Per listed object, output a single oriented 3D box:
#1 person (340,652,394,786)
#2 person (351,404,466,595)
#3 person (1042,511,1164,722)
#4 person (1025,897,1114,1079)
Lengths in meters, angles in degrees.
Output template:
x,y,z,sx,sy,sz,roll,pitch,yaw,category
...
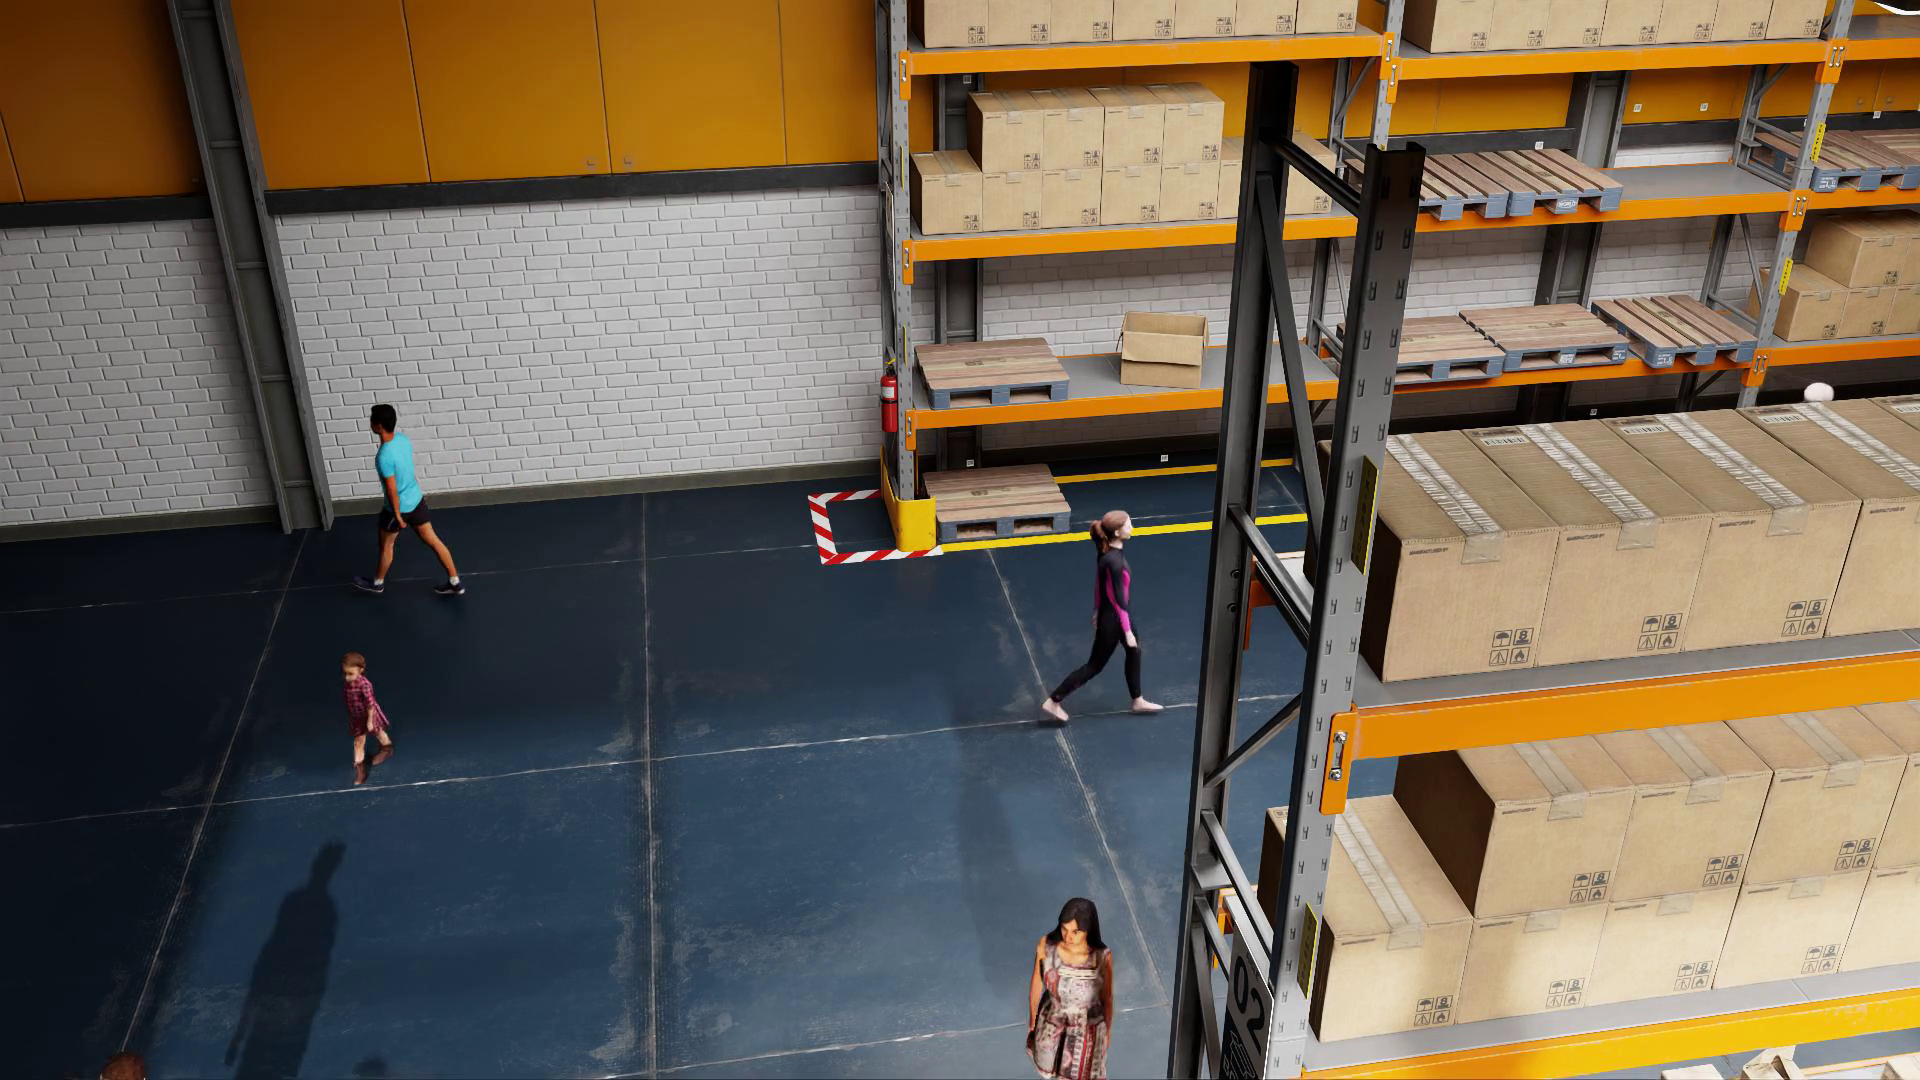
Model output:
x,y,z,sx,sy,sz,roll,pitch,yaw,category
-4.160,1.185,11.648,0.711,1.001,0.678,11,31,20,person
-4.438,-0.268,13.558,1.241,1.722,0.905,5,29,8,person
1.011,0.601,11.975,1.170,1.712,0.661,-1,29,-2,person
0.607,2.456,8.663,1.019,1.628,0.983,9,30,17,person
